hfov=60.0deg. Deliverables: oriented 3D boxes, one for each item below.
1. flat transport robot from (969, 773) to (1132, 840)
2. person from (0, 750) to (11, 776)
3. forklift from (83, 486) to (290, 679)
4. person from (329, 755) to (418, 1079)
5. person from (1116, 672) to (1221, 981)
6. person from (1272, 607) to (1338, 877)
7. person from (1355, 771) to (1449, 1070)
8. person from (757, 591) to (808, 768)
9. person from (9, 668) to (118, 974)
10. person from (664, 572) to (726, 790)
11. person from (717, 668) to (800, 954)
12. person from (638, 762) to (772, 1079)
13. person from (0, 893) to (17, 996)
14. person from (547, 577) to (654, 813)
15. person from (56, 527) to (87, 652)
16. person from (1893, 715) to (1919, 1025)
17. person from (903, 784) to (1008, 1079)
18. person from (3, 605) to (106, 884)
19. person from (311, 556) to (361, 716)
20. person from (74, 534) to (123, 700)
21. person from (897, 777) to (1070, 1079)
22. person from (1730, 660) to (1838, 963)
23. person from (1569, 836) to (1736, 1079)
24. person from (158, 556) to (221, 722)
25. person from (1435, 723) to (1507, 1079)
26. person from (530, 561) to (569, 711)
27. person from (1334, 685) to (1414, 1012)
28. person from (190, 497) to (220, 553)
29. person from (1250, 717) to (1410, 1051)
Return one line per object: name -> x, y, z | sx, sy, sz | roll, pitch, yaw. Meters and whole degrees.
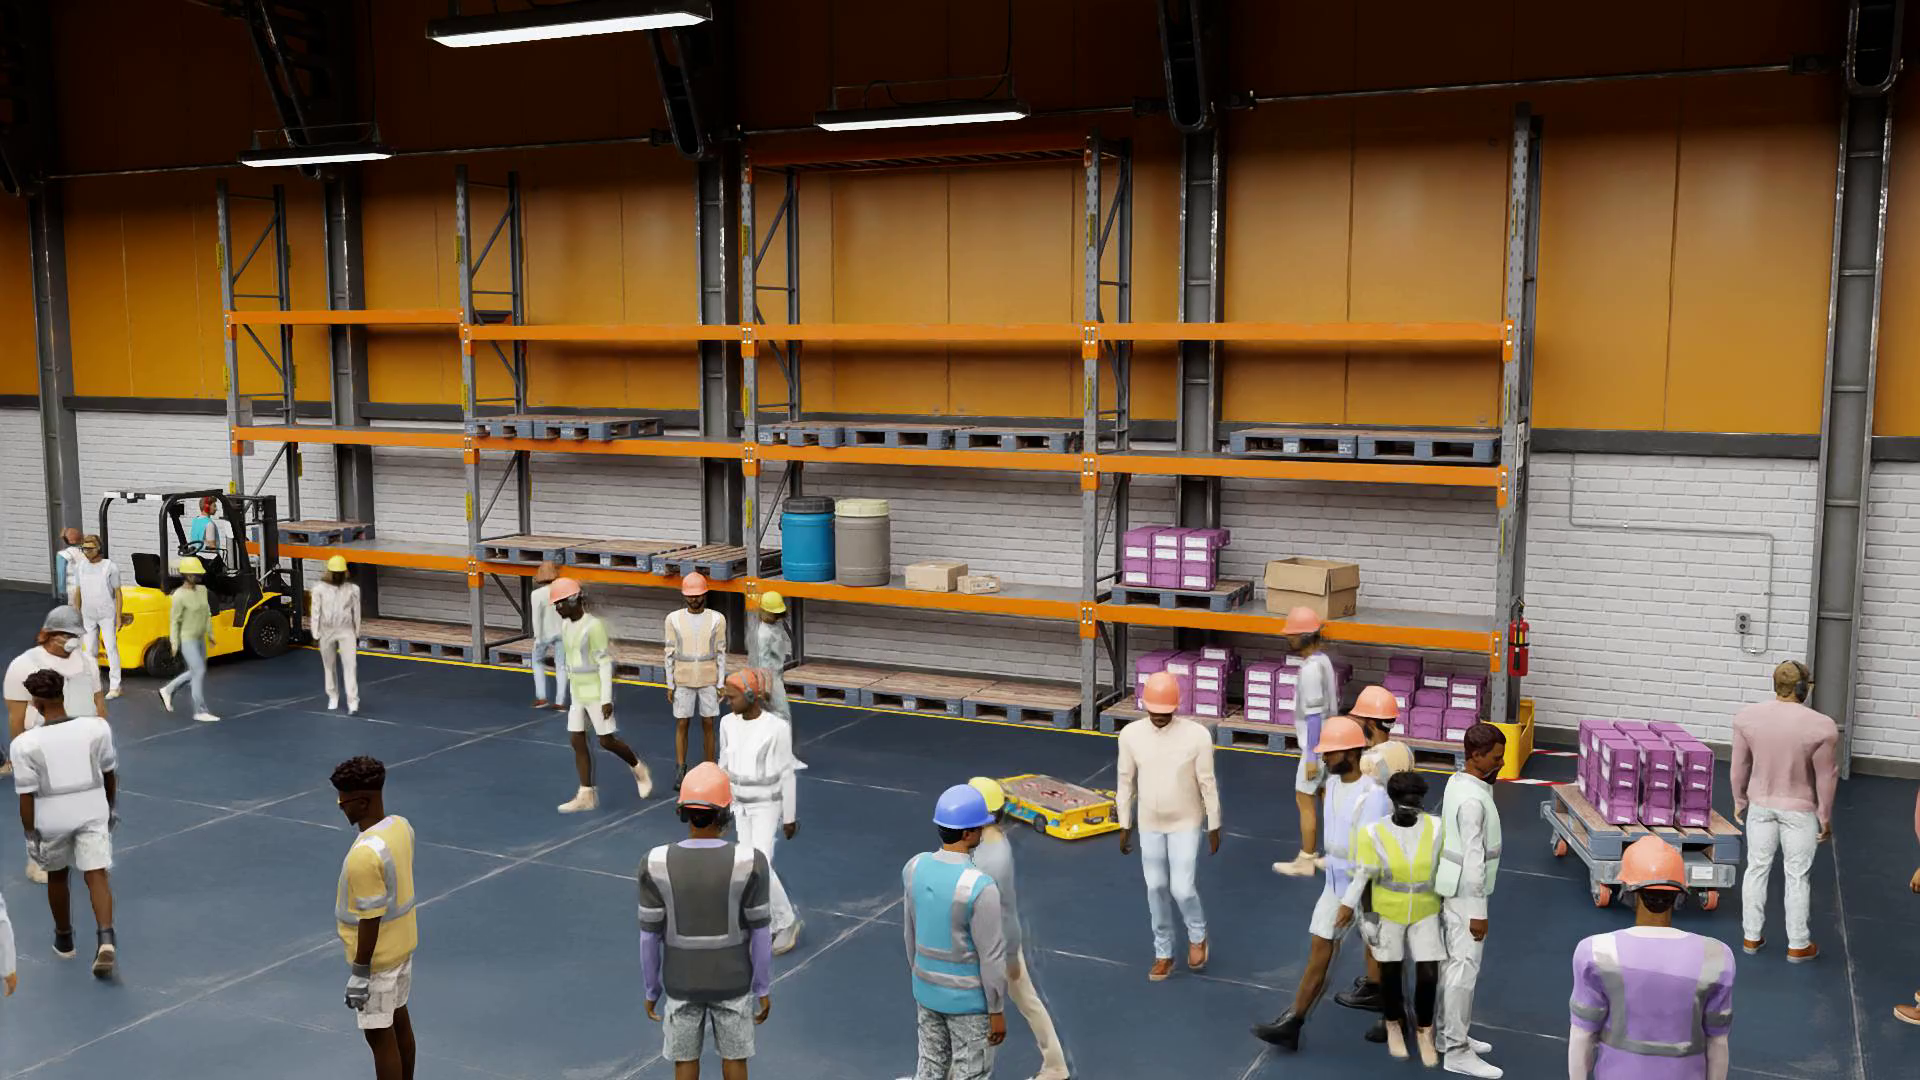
flat transport robot -> 0.715, 2.180, 13.795 | 0.652, 0.197, 1.431 | -5, 8, -35
person -> -8.834, 1.208, 14.572 | 0.688, 2.000, 0.937 | 1, 7, 10
forklift -> -9.426, 0.454, 20.179 | 1.214, 2.155, 2.313 | 3, 8, 26
person -> -2.875, 2.021, 8.193 | 0.371, 1.959, 0.602 | 0, 7, -3
person -> 1.272, 1.769, 10.280 | 0.644, 1.958, 0.494 | 3, 8, 24
person -> 2.585, 1.511, 12.314 | 0.669, 2.017, 0.637 | 3, 7, 20
person -> 2.424, 2.057, 9.074 | 0.550, 1.660, 0.523 | 0, 7, 3
person -> -1.800, 1.291, 15.295 | 0.729, 1.698, 0.527 | 0, 7, -2
person -> -5.591, 1.763, 10.470 | 0.622, 1.931, 0.924 | -5, 9, -38
person -> -2.330, 1.244, 14.699 | 0.543, 1.938, 0.356 | -1, 7, -12
person -> -1.339, 1.755, 10.758 | 0.575, 1.867, 0.418 | 5, 9, 37
person -> -1.172, 2.038, 7.705 | 0.609, 2.044, 0.397 | 0, 7, -1
person -> -4.905, 2.121, 8.009 | 0.620, 1.802, 0.454 | -4, 8, -30
person -> -3.052, 1.290, 14.126 | 0.684, 1.990, 0.819 | 7, 10, 45
person -> -11.090, 0.648, 20.932 | 0.374, 1.620, 0.523 | 3, 7, 20
person -> 5.711, 1.832, 9.649 | 0.611, 1.985, 0.393 | -5, 9, -38
person -> -0.011, 2.088, 7.689 | 0.391, 1.948, 0.605 | -7, 10, -44
person -> -6.647, 1.479, 12.335 | 0.540, 2.000, 0.698 | 3, 8, 25
person -> -6.602, 1.011, 17.637 | 0.502, 1.694, 0.916 | -3, 7, -22
person -> -9.502, 0.849, 18.346 | 0.517, 1.843, 0.325 | 0, 7, 0
person -> 0.159, 2.079, 8.709 | 0.926, 1.718, 0.522 | 0, 7, 0
person -> 5.280, 1.730, 10.691 | 0.629, 1.936, 0.372 | 6, 9, 42
person -> 2.718, 2.180, 6.602 | 0.602, 2.036, 0.402 | 1, 7, 12
person -> -8.066, 1.022, 17.314 | 0.676, 1.741, 0.520 | 1, 7, 5
person -> 2.770, 1.937, 9.082 | 0.390, 1.914, 0.587 | 1, 7, 9
person -> -4.409, 1.025, 17.839 | 0.507, 1.616, 0.570 | -6, 9, -41
person -> 2.460, 1.825, 9.901 | 0.356, 1.938, 0.543 | 6, 9, 39
person -> -10.295, 0.322, 22.706 | 0.568, 1.840, 0.374 | 7, 10, 44
person -> 2.135, 1.926, 9.287 | 1.012, 1.875, 0.549 | -3, 8, -26
